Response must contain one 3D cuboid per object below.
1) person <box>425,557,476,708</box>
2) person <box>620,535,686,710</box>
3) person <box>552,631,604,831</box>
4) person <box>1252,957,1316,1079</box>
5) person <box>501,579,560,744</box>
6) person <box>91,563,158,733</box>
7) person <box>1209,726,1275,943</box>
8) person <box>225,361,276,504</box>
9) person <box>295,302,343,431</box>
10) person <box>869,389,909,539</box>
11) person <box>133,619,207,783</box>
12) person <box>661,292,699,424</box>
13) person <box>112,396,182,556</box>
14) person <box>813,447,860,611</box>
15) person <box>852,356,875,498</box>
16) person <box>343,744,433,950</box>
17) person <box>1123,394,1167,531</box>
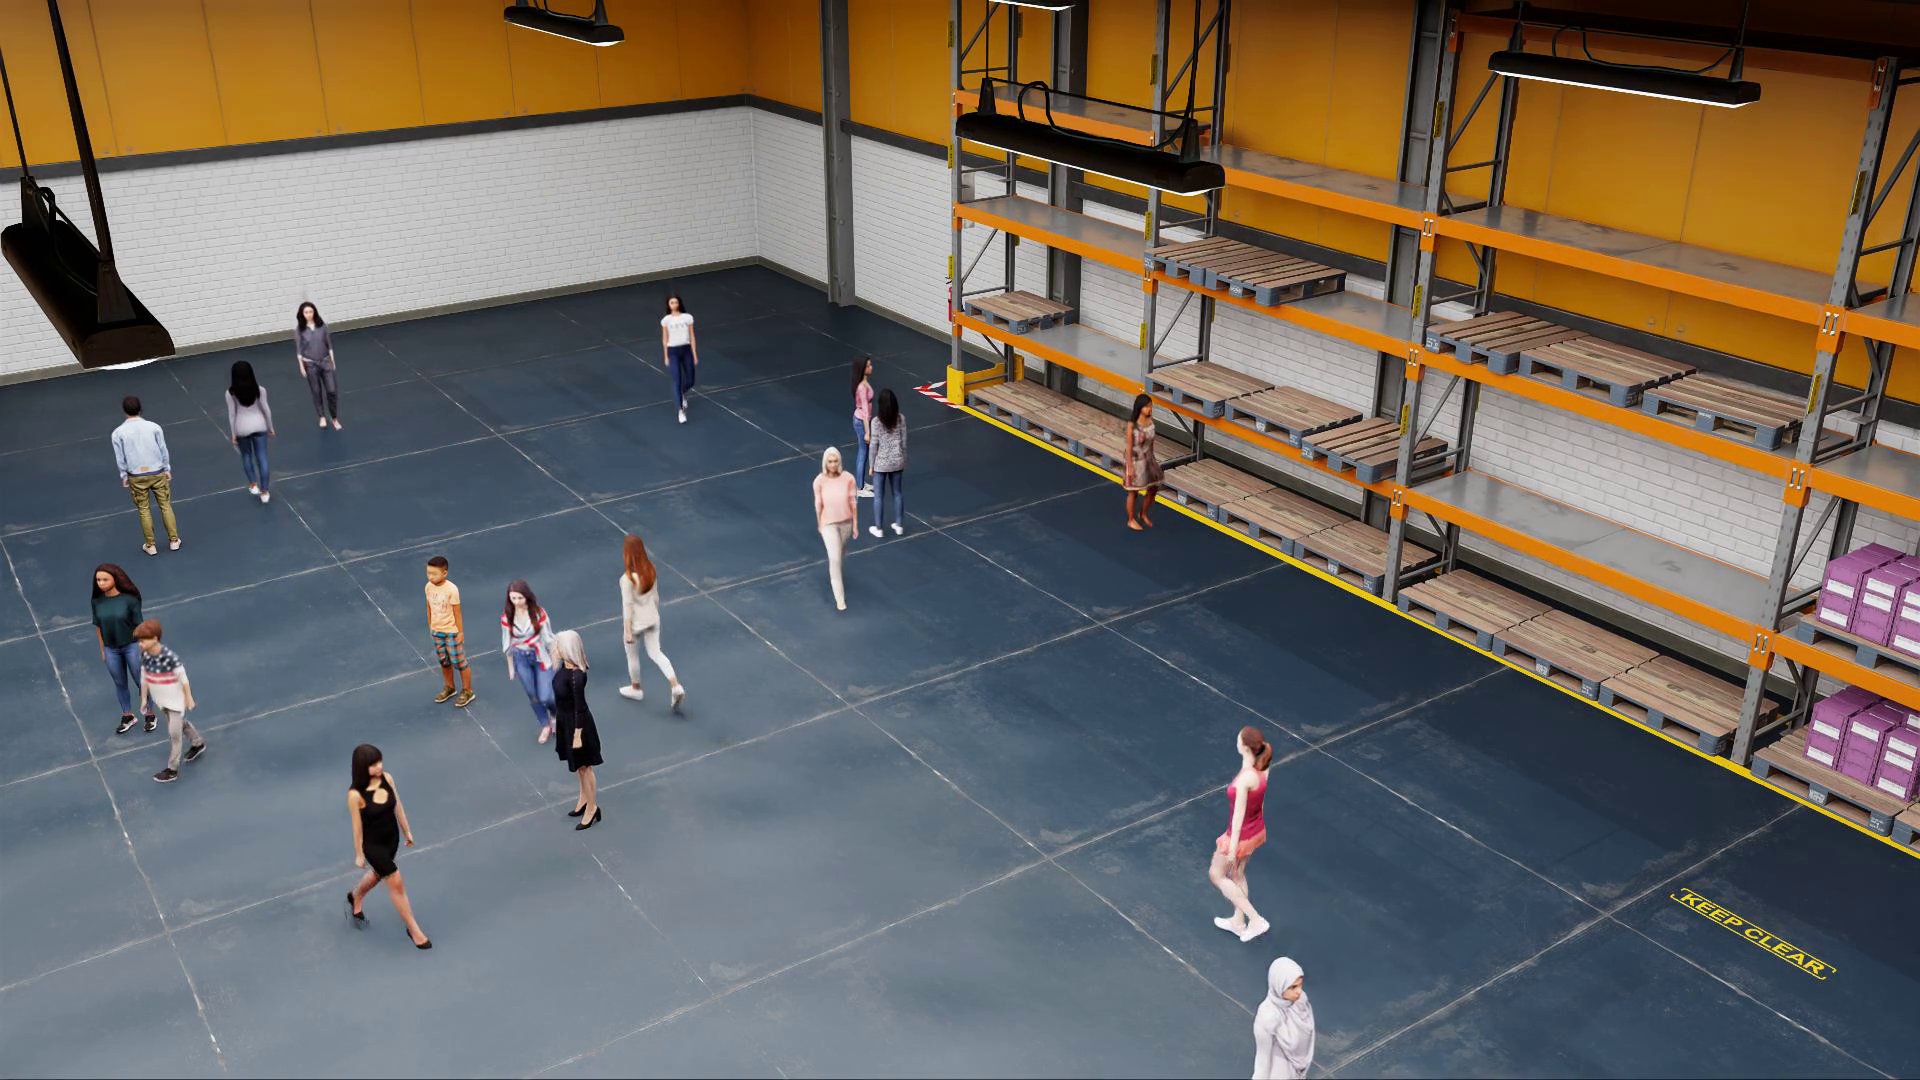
[{"bbox_3d":[-4.717,0.824,15.323,0.574,1.459,0.653,7,25,17],"label":"person"},{"bbox_3d":[-2.836,0.778,15.152,1.101,1.680,0.816,16,28,32],"label":"person"},{"bbox_3d":[-3.098,1.513,13.387,0.704,1.746,0.556,-10,26,-23],"label":"person"},{"bbox_3d":[1.825,3.153,9.600,0.587,1.775,0.656,21,31,40],"label":"person"},{"bbox_3d":[-3.748,1.030,14.682,0.742,1.594,0.789,0,24,-1],"label":"person"},{"bbox_3d":[-7.464,0.948,14.843,0.707,1.617,0.742,-2,24,-4],"label":"person"},{"bbox_3d":[2.096,2.156,11.932,0.791,1.734,0.685,17,29,33],"label":"person"},{"bbox_3d":[-8.409,-1.258,19.761,0.701,1.719,0.774,-11,26,-24],"label":"person"},{"bbox_3d":[-8.609,-2.361,22.253,0.668,1.743,0.783,-12,26,-25],"label":"person"},{"bbox_3d":[-0.817,-0.875,18.872,0.644,1.730,0.574,-12,26,-25],"label":"person"},{"bbox_3d":[-6.748,1.308,14.285,0.920,1.402,0.938,6,24,14],"label":"person"},{"bbox_3d":[-3.812,-2.498,22.542,0.727,1.764,0.917,-9,25,-20],"label":"person"},{"bbox_3d":[-9.014,-0.725,18.427,0.681,1.811,0.563,-14,27,-29],"label":"person"},{"bbox_3d":[-1.285,-0.183,17.366,0.865,1.668,1.246,-6,24,-14],"label":"person"},{"bbox_3d":[-1.162,-1.393,20.041,0.708,1.742,0.587,-2,24,-5],"label":"person"},{"bbox_3d":[-4.245,2.189,12.007,1.138,1.613,0.915,11,26,23],"label":"person"},{"bbox_3d":[1.997,-0.911,19.073,0.649,1.634,0.623,-14,27,-29],"label":"person"}]
